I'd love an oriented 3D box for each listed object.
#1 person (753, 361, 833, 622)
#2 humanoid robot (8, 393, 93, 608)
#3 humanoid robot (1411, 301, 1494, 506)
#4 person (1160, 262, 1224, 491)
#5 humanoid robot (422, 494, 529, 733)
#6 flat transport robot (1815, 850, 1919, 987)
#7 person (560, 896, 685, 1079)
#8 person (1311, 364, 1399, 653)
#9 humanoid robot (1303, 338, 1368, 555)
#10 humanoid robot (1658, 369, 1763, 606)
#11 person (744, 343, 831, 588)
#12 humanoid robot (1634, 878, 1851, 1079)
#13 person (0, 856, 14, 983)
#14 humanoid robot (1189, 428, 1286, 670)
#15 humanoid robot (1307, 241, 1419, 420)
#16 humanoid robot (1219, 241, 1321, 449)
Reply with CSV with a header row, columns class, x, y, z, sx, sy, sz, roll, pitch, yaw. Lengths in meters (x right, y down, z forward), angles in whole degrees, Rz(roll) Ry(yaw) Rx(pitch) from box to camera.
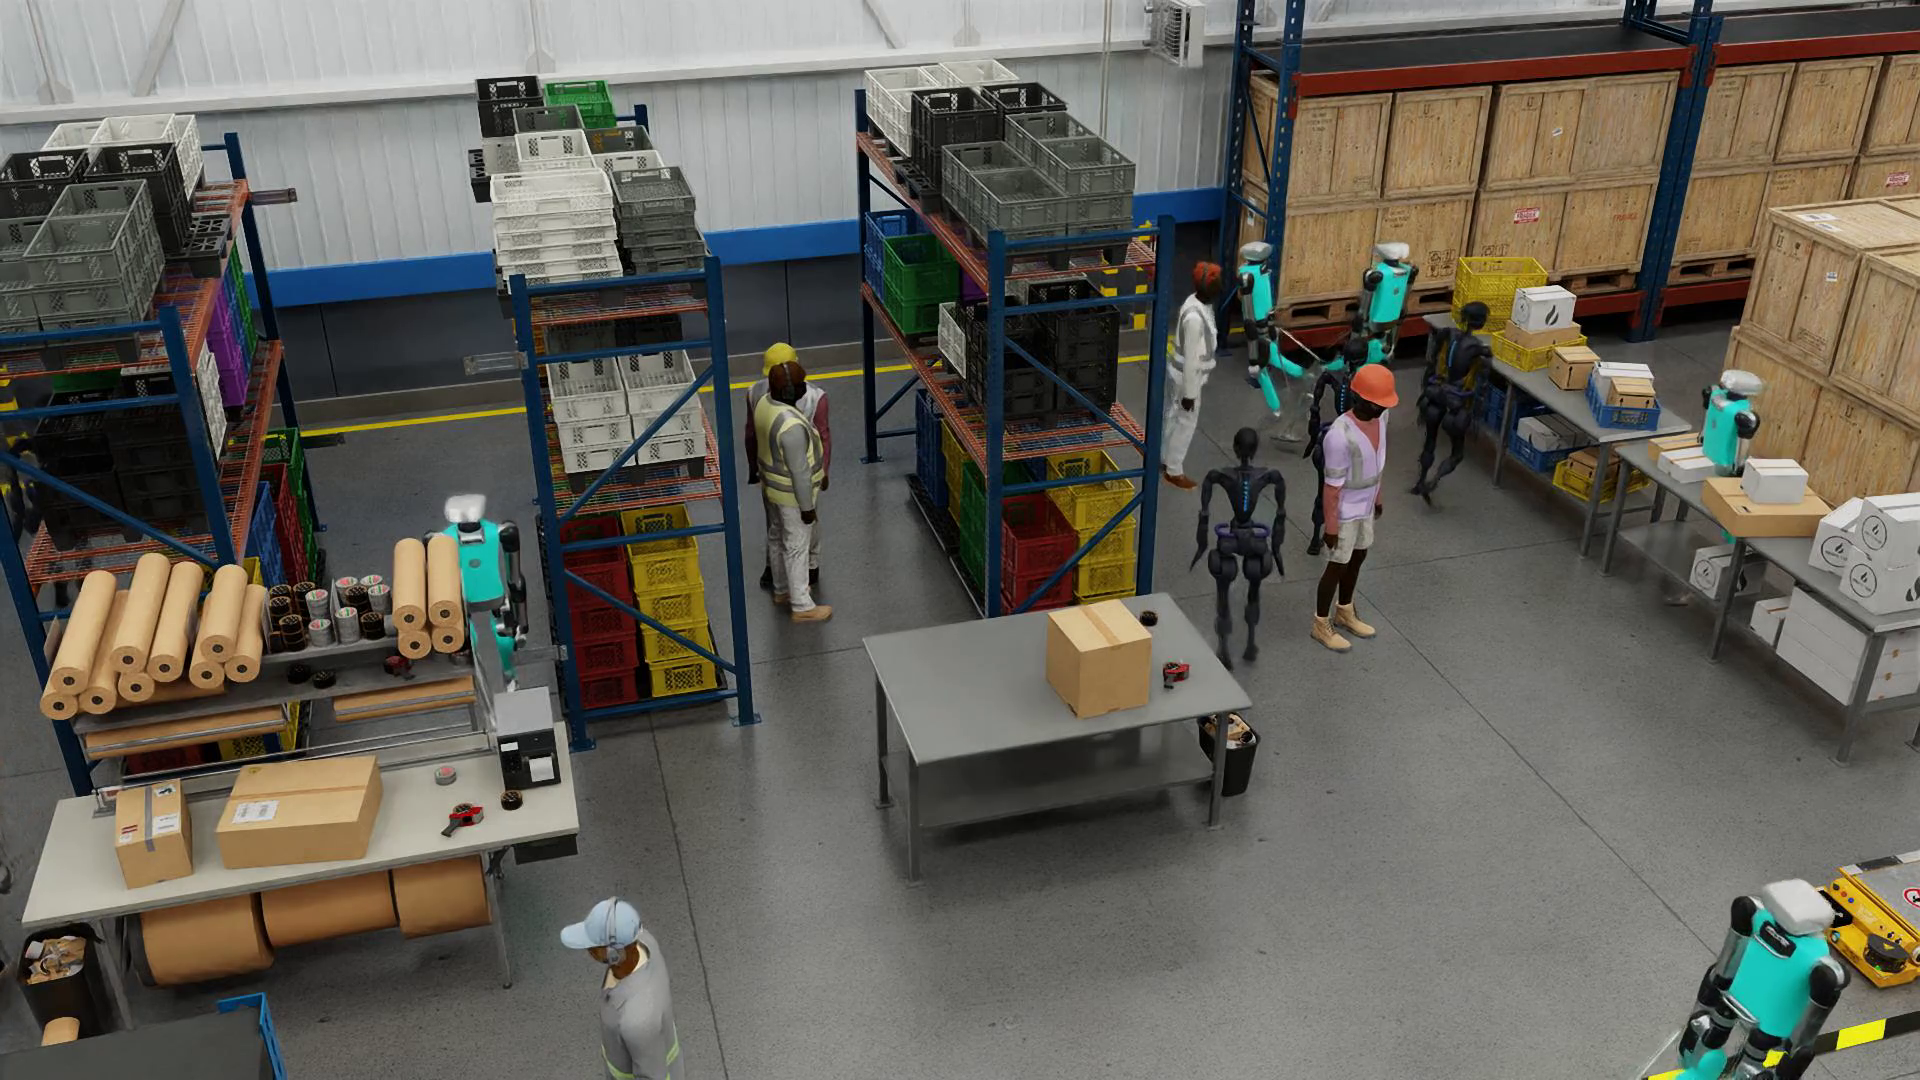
class,x,y,z,sx,sy,sz,roll,pitch,yaw
person,-1.118,-0.331,11.129,0.430,1.845,0.620,-14,32,-24
humanoid robot,-6.086,-0.237,11.171,0.635,1.628,0.631,24,37,37
humanoid robot,3.653,-1.023,12.570,0.473,1.638,0.619,-20,34,-32
person,1.778,-1.287,12.857,0.404,1.867,0.734,2,29,4
humanoid robot,-2.823,0.460,9.831,0.538,1.802,0.796,-9,30,-16
flat transport robot,5.163,1.916,8.676,1.431,0.231,0.659,-8,30,-14
person,-1.292,2.154,6.598,0.396,1.850,0.597,-7,30,-12
person,2.546,-0.204,10.715,0.404,2.028,0.610,24,37,36
humanoid robot,2.729,-0.653,11.872,0.599,1.657,0.315,18,34,30
humanoid robot,5.261,-0.328,11.233,0.891,1.767,0.547,-4,29,-8
person,-1.187,-0.509,11.463,0.598,1.830,0.403,4,29,8
humanoid robot,2.969,2.177,6.691,0.793,1.782,0.547,-9,30,-16
person,-4.825,1.567,7.595,0.766,1.903,0.962,-1,29,-2
humanoid robot,1.773,0.065,10.586,0.602,1.649,0.343,1,29,3
humanoid robot,3.227,-1.662,13.698,0.555,1.809,0.869,-17,33,-28
humanoid robot,2.610,-1.479,13.370,0.882,1.771,0.537,13,31,23
